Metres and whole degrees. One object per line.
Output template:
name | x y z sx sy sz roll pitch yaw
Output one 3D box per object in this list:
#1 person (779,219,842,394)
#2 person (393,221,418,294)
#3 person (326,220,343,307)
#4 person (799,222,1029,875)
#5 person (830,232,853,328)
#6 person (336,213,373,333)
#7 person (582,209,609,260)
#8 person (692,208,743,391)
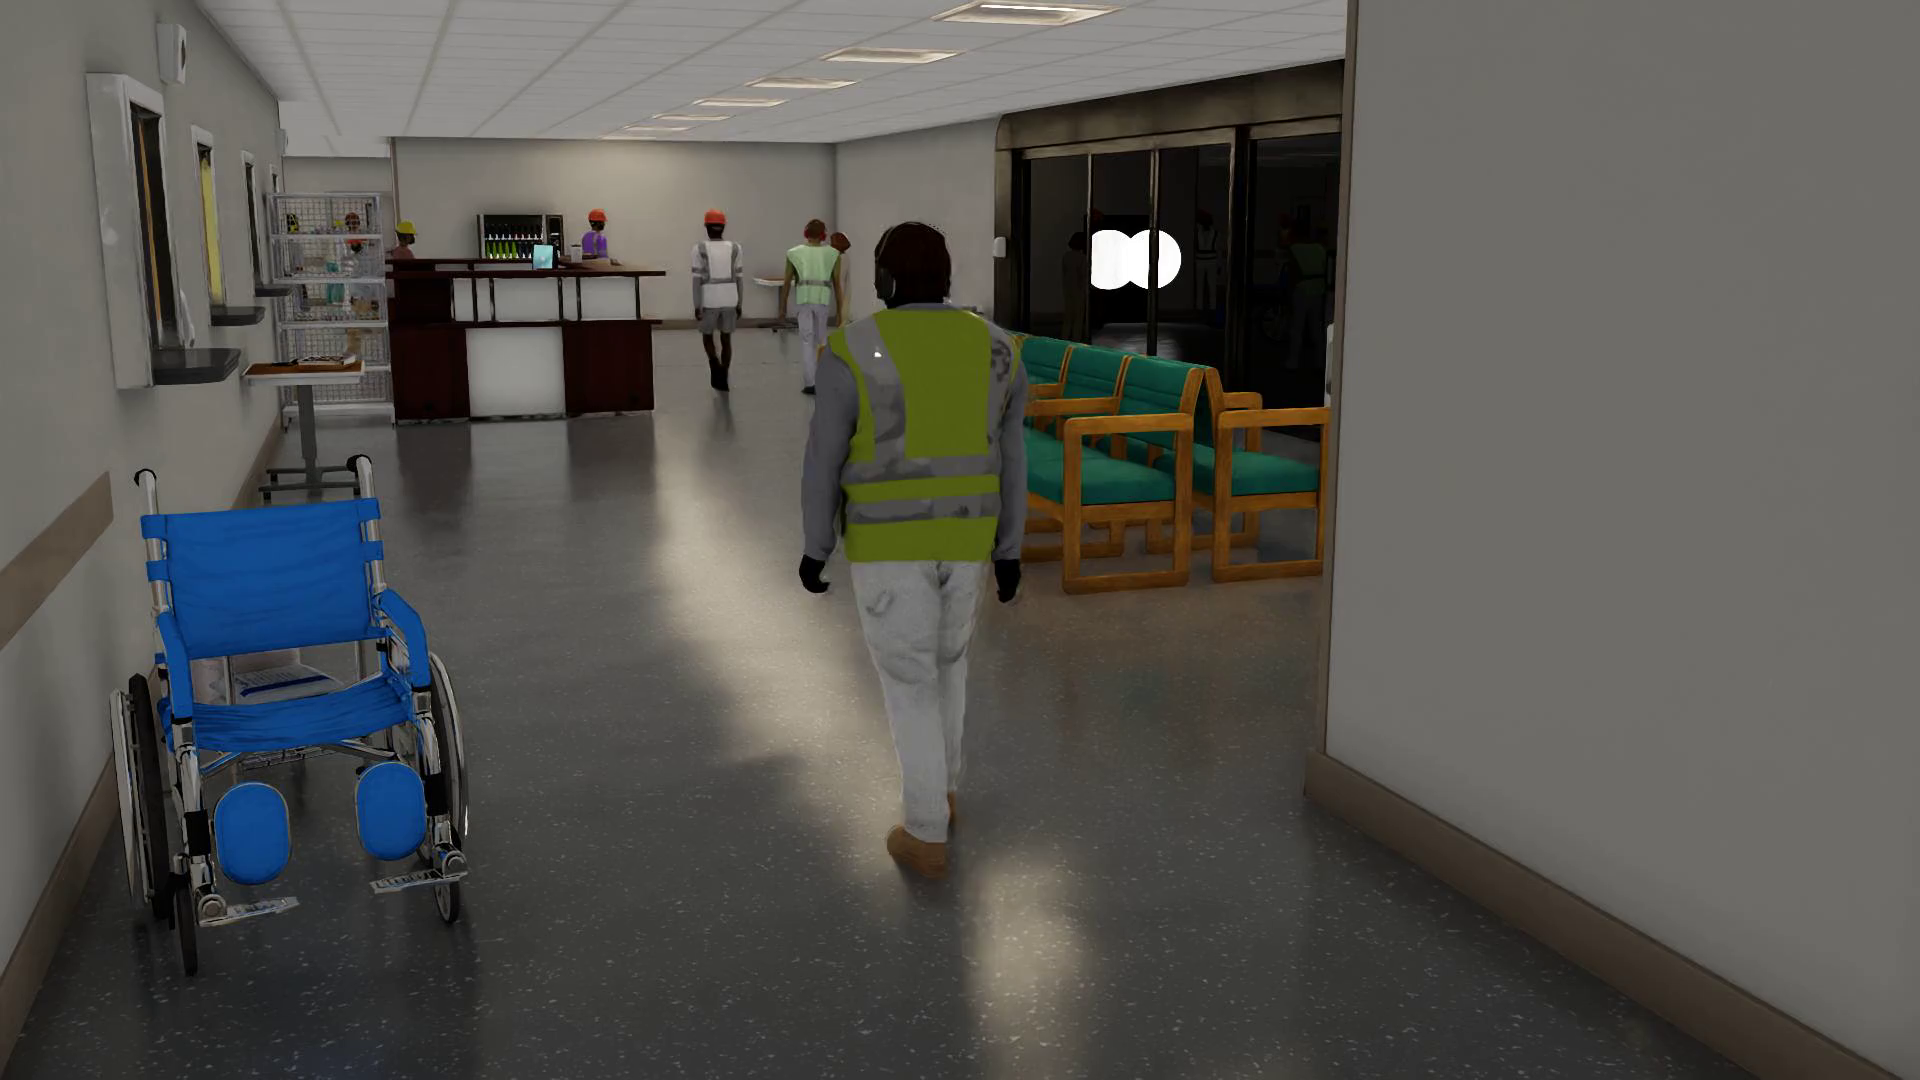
person | -1.555 -2.433 17.371 0.631 1.830 0.633 -2 11 -11
person | -6.952 -3.114 20.939 0.327 1.765 0.528 -8 14 -36
person | -12.677 -5.605 33.783 0.554 1.744 0.432 8 14 37
person | -0.166 0.008 4.816 0.626 1.813 0.744 -6 13 -28
person | -1.512 -3.095 21.208 0.285 1.627 0.504 0 11 0
person | -9.501 -4.183 26.112 0.339 1.882 0.581 8 13 34
person | -5.354 -3.926 24.654 0.546 1.938 0.360 10 15 43
person | -2.522 -2.502 17.405 0.547 1.913 0.539 -4 12 -19
